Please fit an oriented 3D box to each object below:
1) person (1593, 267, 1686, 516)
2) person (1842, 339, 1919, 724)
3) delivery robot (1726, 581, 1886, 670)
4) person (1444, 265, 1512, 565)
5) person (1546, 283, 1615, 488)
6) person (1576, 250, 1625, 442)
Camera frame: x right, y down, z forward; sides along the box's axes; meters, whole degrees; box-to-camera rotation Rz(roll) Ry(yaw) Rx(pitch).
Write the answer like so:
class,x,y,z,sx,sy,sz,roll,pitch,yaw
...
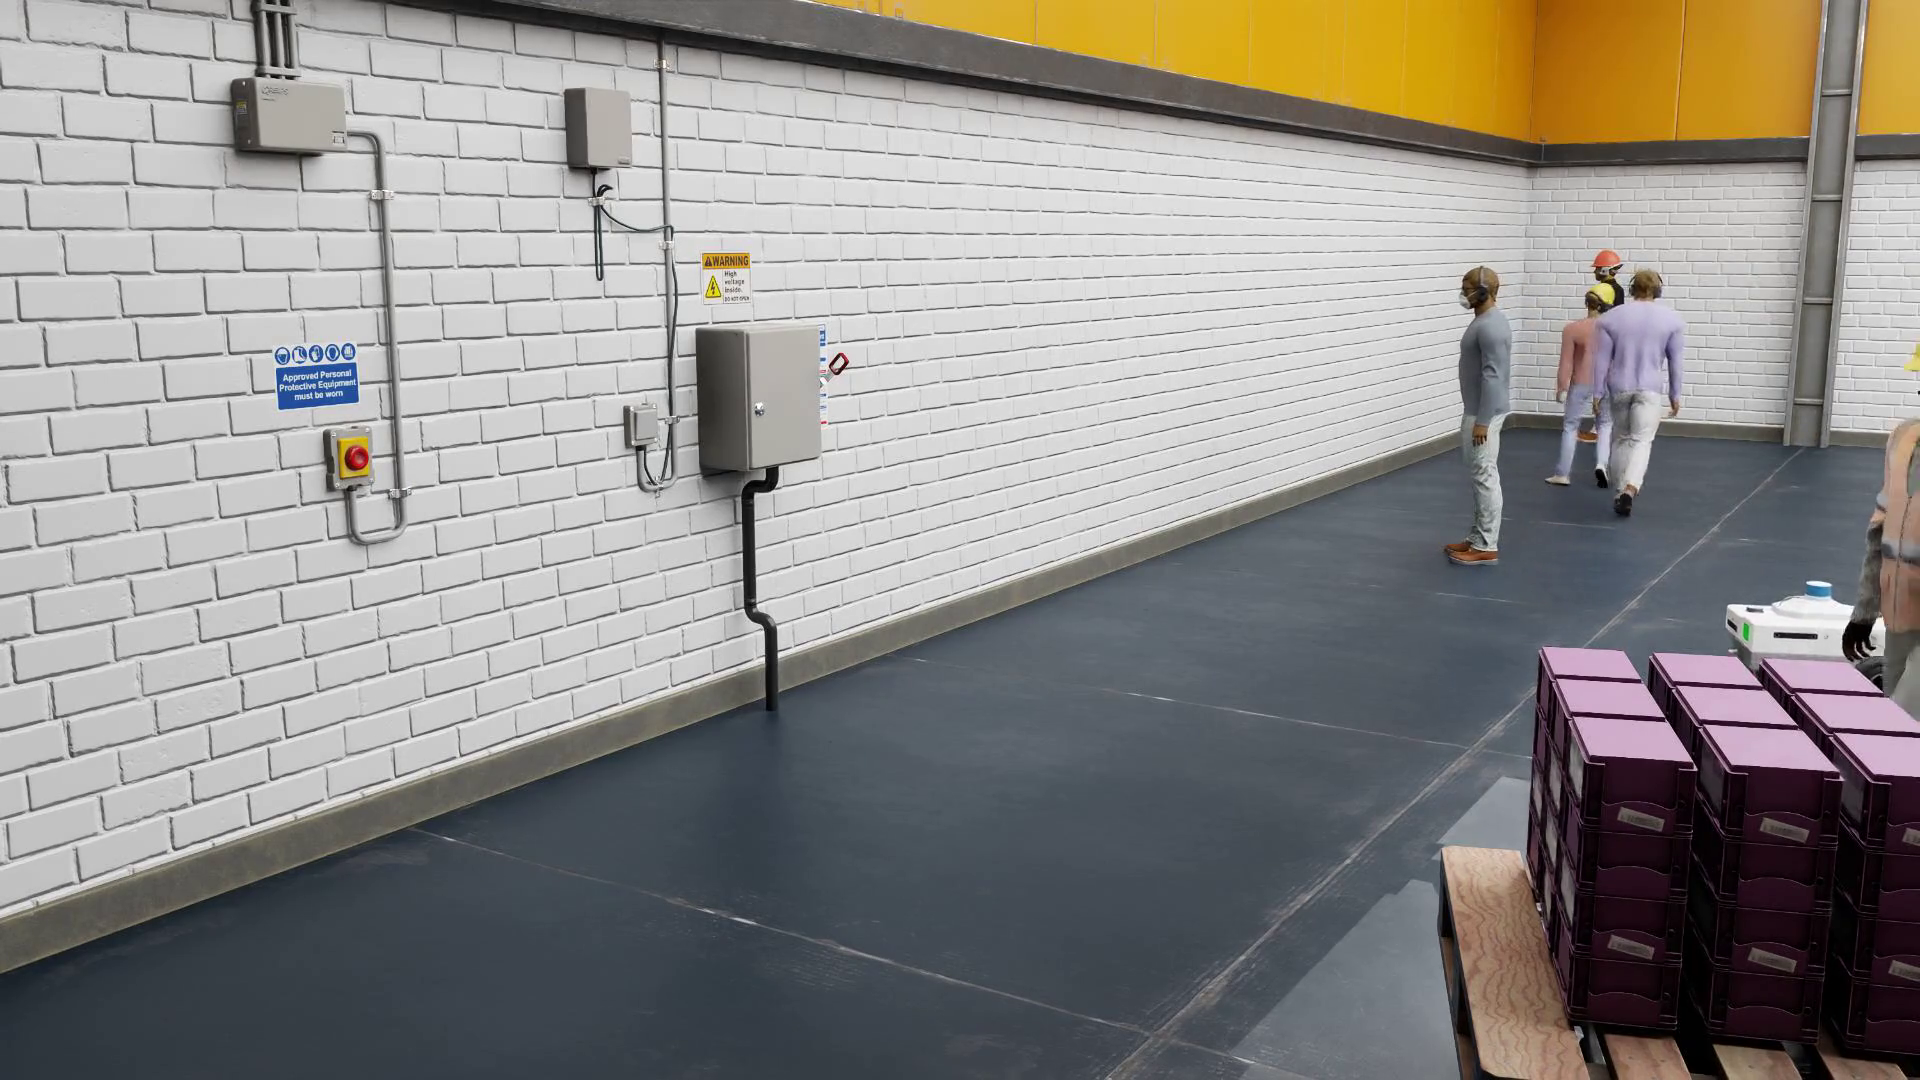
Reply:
class,x,y,z,sx,sy,sz,roll,pitch,yaw
person,5.180,-1.130,12.754,0.643,1.907,0.873,6,12,30
person,3.087,0.238,5.150,0.817,1.901,0.593,-1,10,-4
delivery robot,3.870,0.431,7.539,0.707,0.478,0.477,2,10,12
person,3.386,-0.805,10.814,0.354,1.936,0.635,2,11,13
person,5.343,-1.302,14.102,0.561,1.738,0.431,2,10,9
person,6.696,-2.009,17.326,0.382,1.995,0.612,7,12,33
